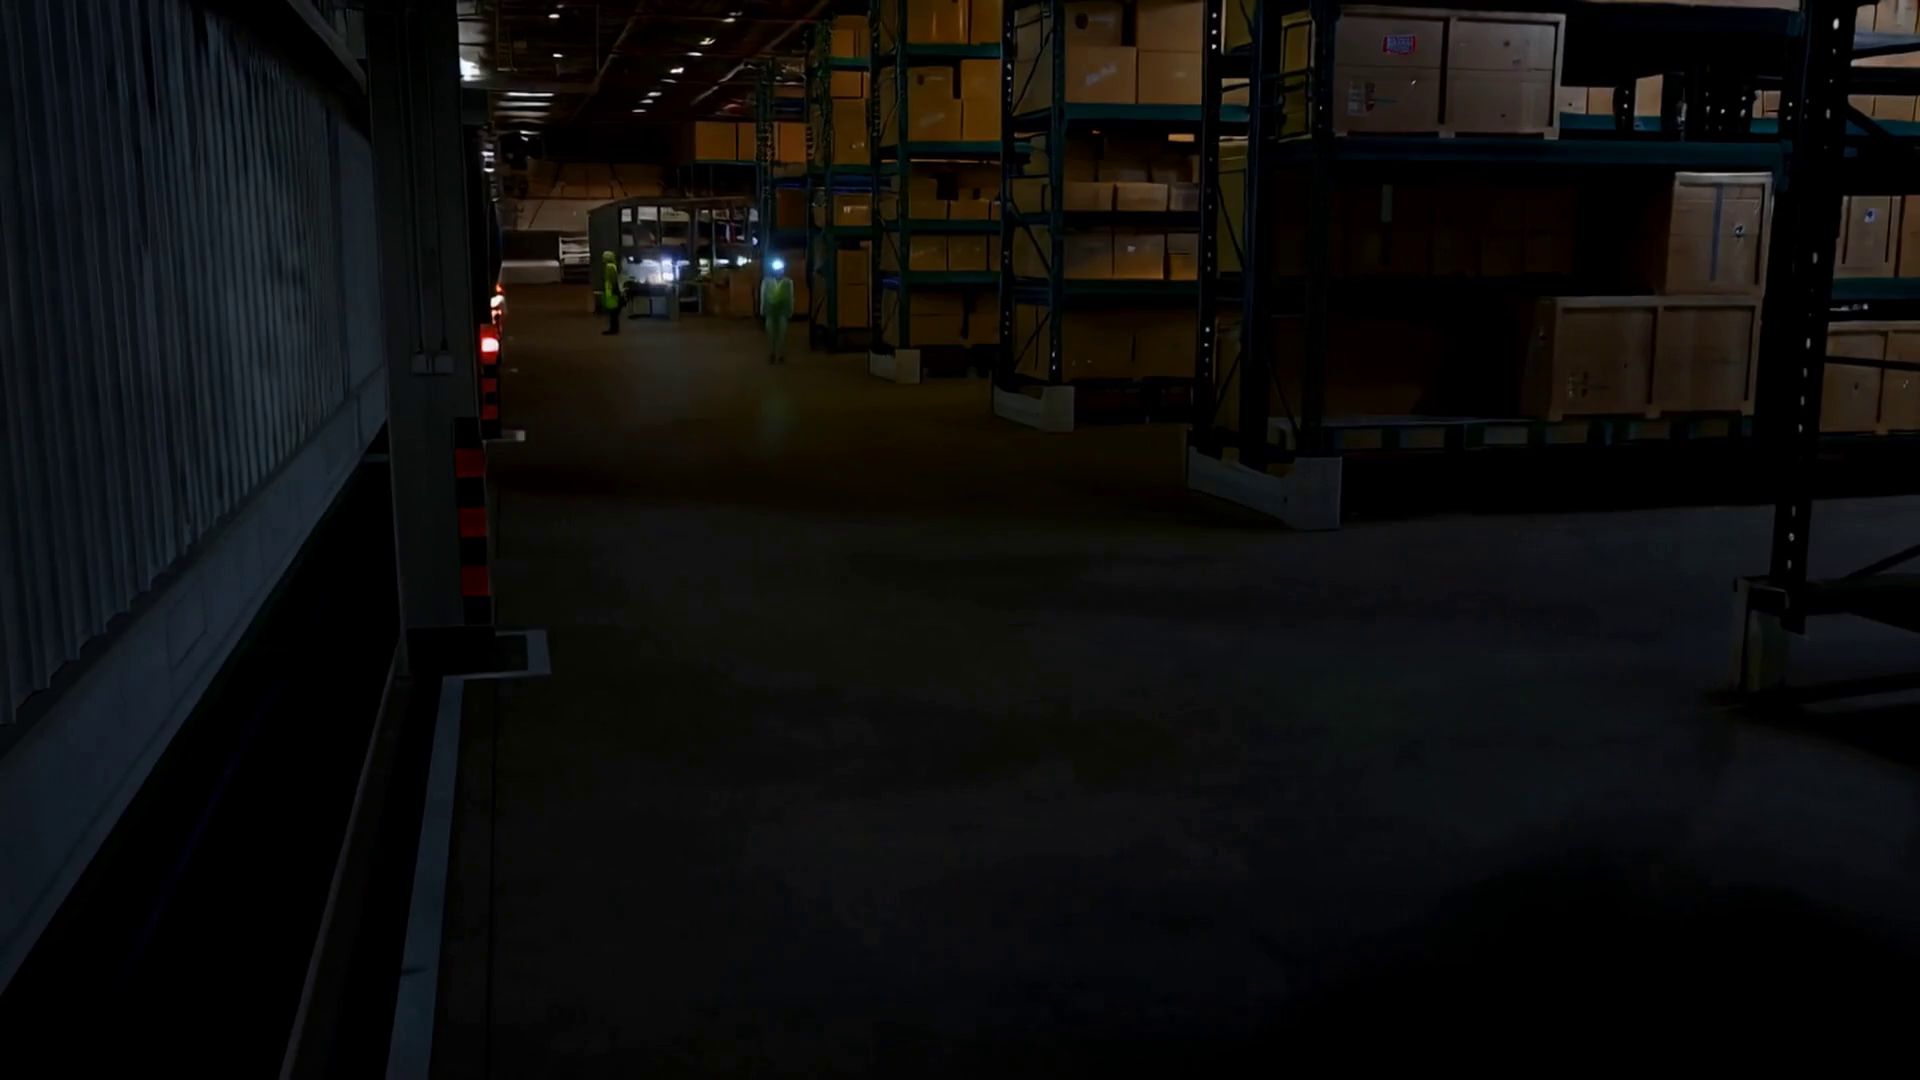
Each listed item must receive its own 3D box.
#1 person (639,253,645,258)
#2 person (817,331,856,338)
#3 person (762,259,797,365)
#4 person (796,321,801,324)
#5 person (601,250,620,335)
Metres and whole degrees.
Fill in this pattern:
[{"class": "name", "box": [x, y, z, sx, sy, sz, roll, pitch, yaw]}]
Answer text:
[{"class": "person", "box": [-11.675, -9.574, 60.632, 0.772, 1.805, 0.580, -2, 10, -9]}, {"class": "person", "box": [-2.772, -5.382, 36.772, 1.016, 1.856, 0.672, -2, 10, -13]}, {"class": "person", "box": [-3.091, -3.891, 28.435, 0.601, 1.807, 0.690, -1, 10, -6]}, {"class": "person", "box": [-4.418, -6.492, 43.455, 0.498, 1.710, 0.852, 4, 11, 20]}, {"class": "person", "box": [-8.052, -5.693, 38.276, 0.361, 1.940, 0.543, 2, 10, 14]}]
